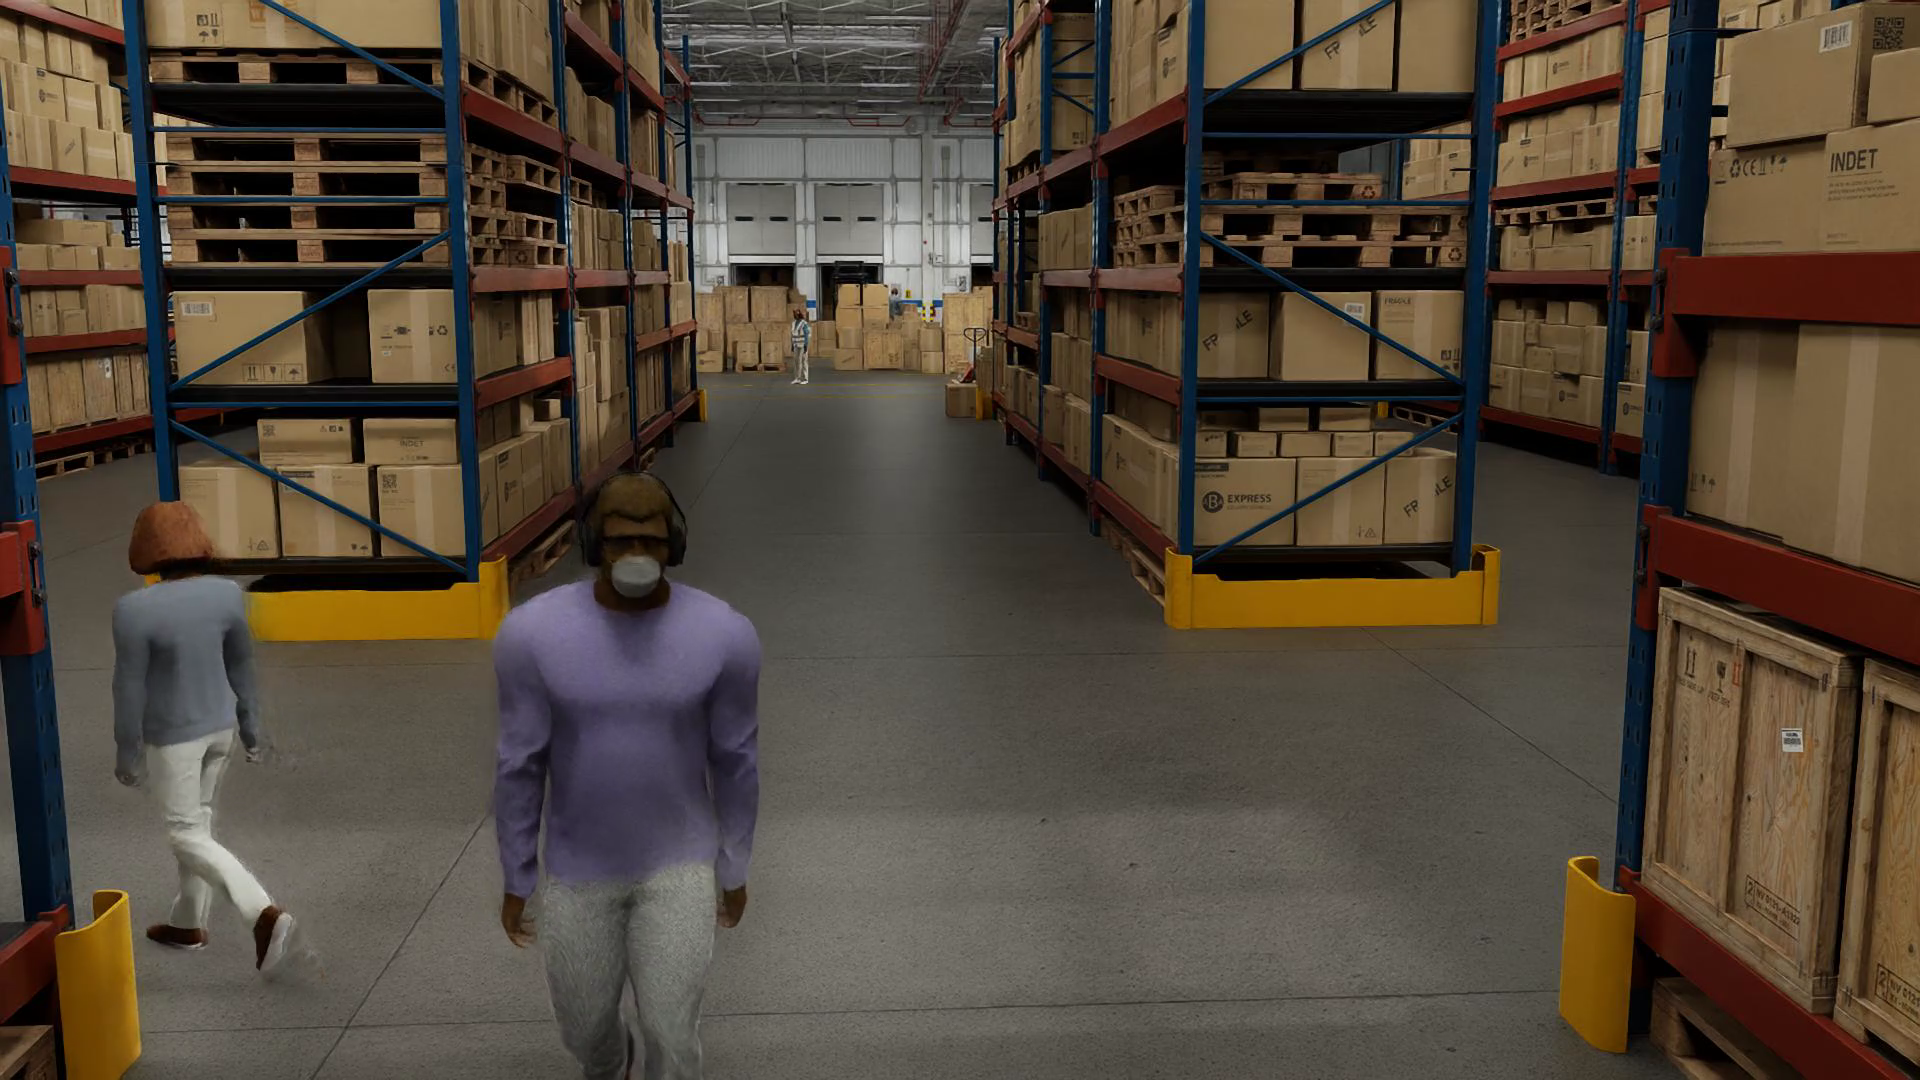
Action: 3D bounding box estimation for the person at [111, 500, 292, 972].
[{"bbox_3d":[-2.566,0.665,5.635,0.721,1.607,0.501,4,10,23],"label":"person"}]

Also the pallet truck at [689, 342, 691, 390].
[{"bbox_3d":[-5.225,-3.008,27.480,1.885,1.965,0.823,2,9,14],"label":"pallet truck"}]

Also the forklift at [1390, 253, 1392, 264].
[{"bbox_3d":[8.534,-4.640,34.966,1.129,2.768,1.873,-1,9,-4],"label":"forklift"}]

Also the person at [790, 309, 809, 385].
[{"bbox_3d":[-3.455,-4.172,35.912,0.314,1.639,0.515,-9,13,-44],"label":"person"}]

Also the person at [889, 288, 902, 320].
[{"bbox_3d":[-2.299,-7.809,57.865,0.636,1.928,0.391,3,10,20],"label":"person"}]

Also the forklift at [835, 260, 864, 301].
[{"bbox_3d":[-3.555,-7.608,53.603,1.129,2.768,1.873,-1,9,-4],"label":"forklift"}]

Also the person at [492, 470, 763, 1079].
[{"bbox_3d":[-0.789,0.765,4.046,0.632,1.917,0.765,-1,9,-8],"label":"person"}]

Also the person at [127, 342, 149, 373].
[{"bbox_3d":[-14.180,-3.158,28.848,0.577,1.869,0.579,1,9,5],"label":"person"}]
